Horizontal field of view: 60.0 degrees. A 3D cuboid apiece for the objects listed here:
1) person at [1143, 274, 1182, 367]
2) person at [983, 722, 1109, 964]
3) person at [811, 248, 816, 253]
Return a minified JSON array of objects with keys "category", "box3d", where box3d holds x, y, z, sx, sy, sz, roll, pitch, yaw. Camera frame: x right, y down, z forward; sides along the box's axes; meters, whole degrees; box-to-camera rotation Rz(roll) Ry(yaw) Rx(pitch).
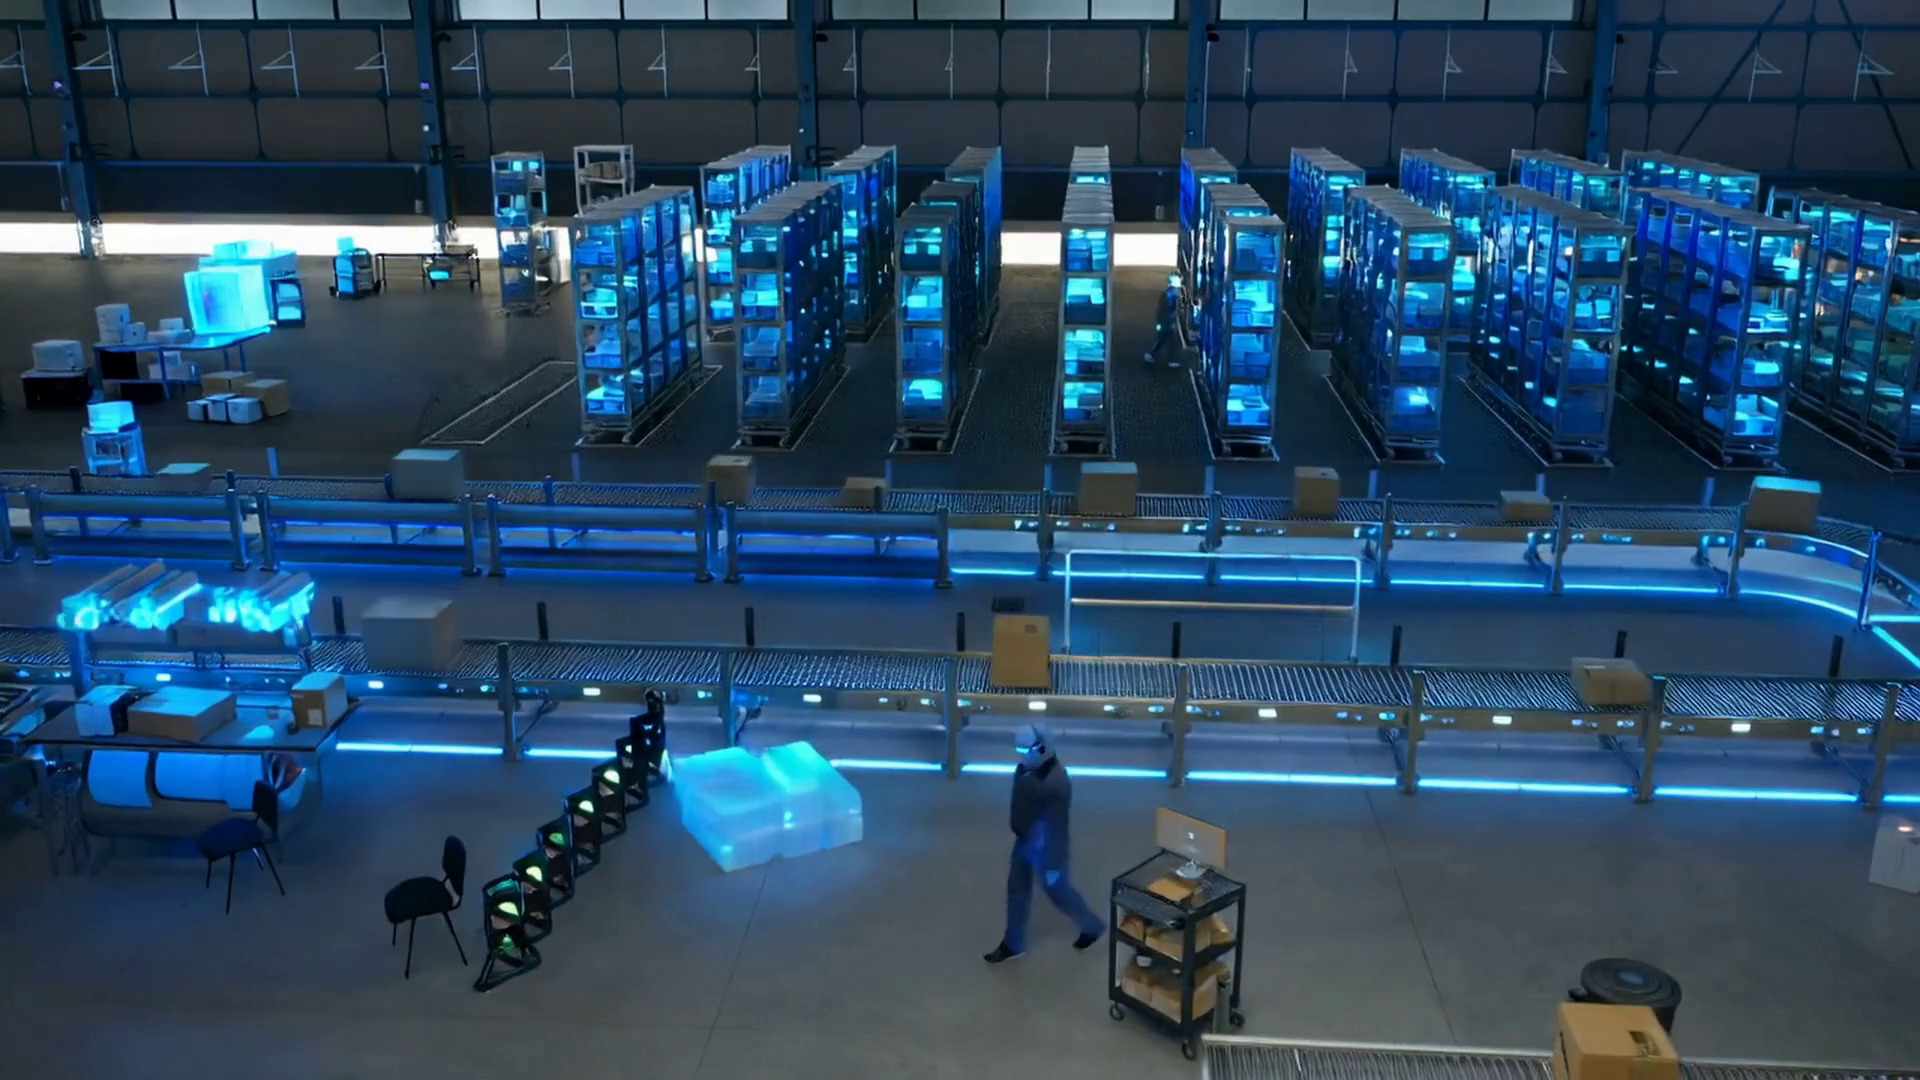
[{"category":"person","box3d":[3.931,-4.273,32.209,0.834,1.792,0.606,9,20,27]},{"category":"person","box3d":[0.634,2.123,11.792,0.887,1.865,0.705,-7,19,-22]},{"category":"person","box3d":[-3.490,-6.722,39.866,0.388,1.846,0.565,-2,18,-6]}]
